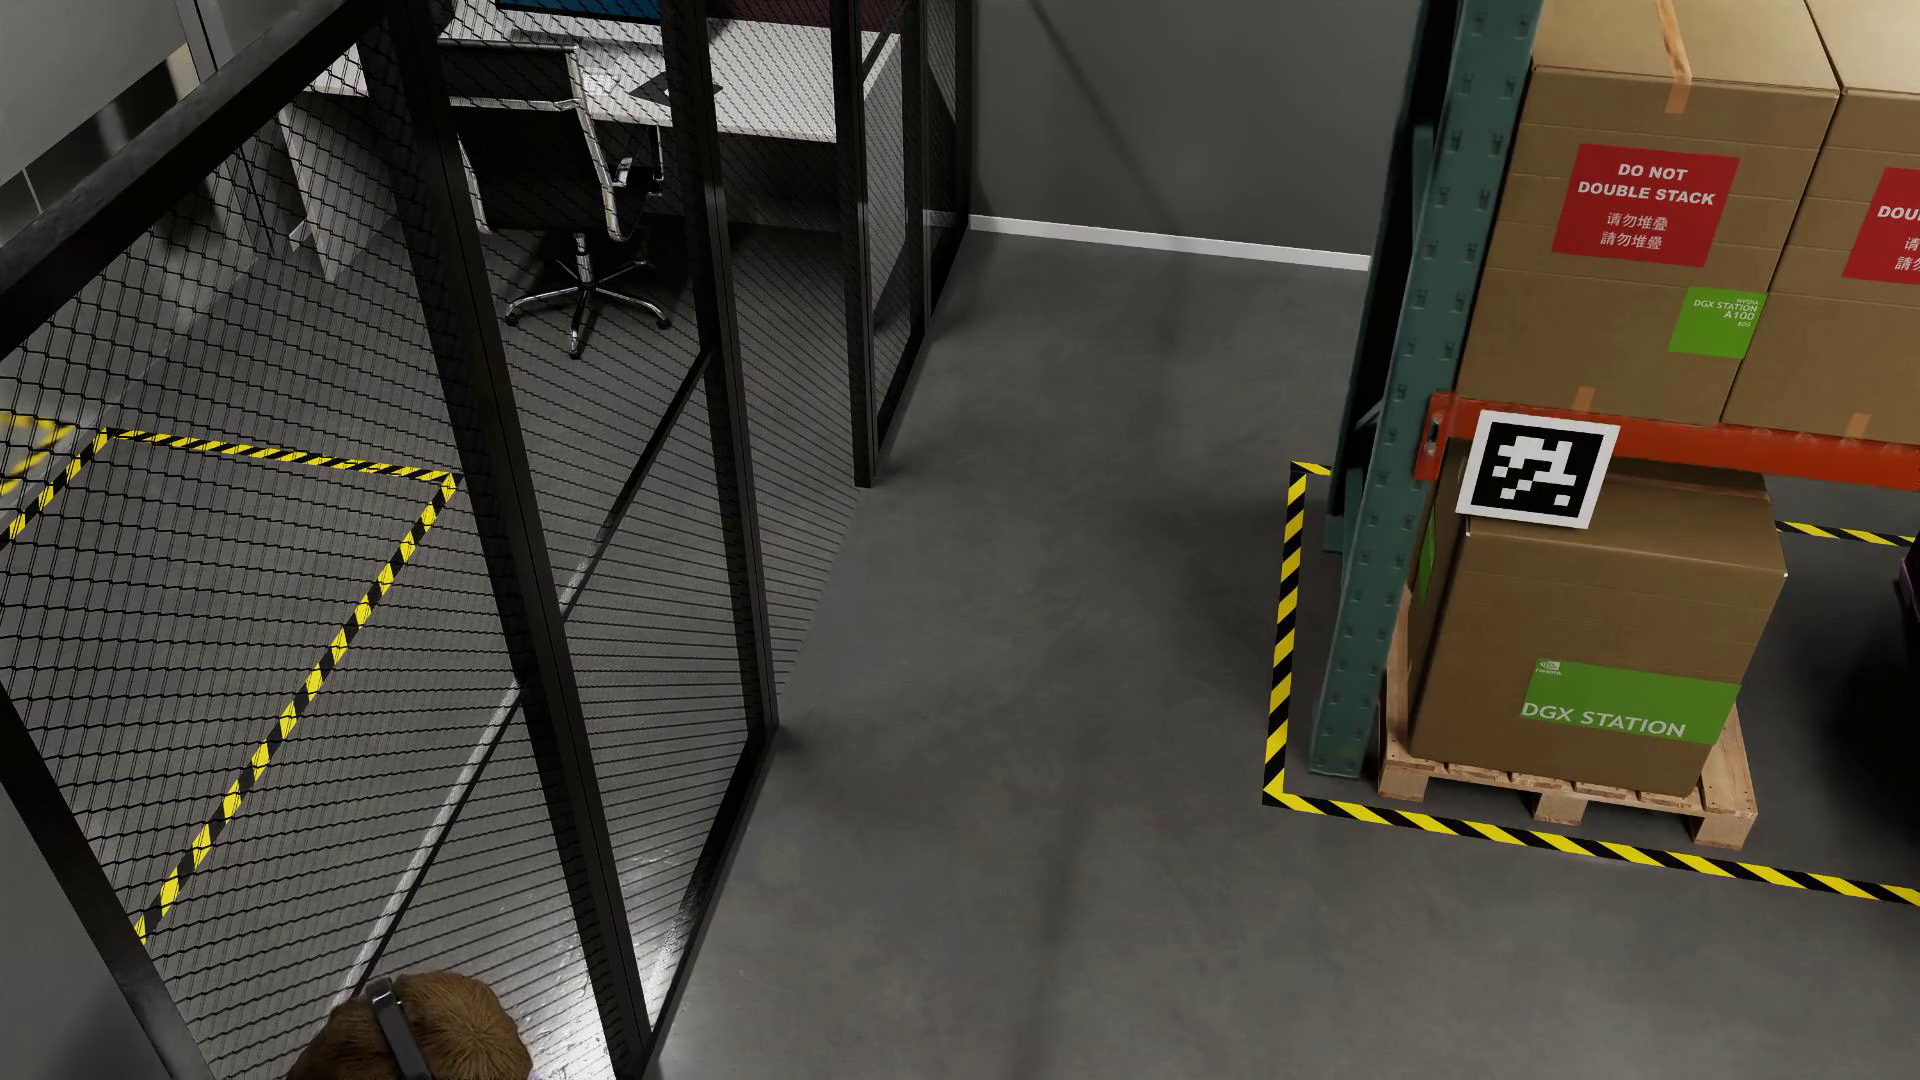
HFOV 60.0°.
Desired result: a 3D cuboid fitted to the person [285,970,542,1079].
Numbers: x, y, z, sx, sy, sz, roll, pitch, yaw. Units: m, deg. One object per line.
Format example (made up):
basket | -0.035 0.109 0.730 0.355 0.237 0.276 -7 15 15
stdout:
person | -0.519 1.155 2.170 0.627 1.938 0.373 19 44 21
